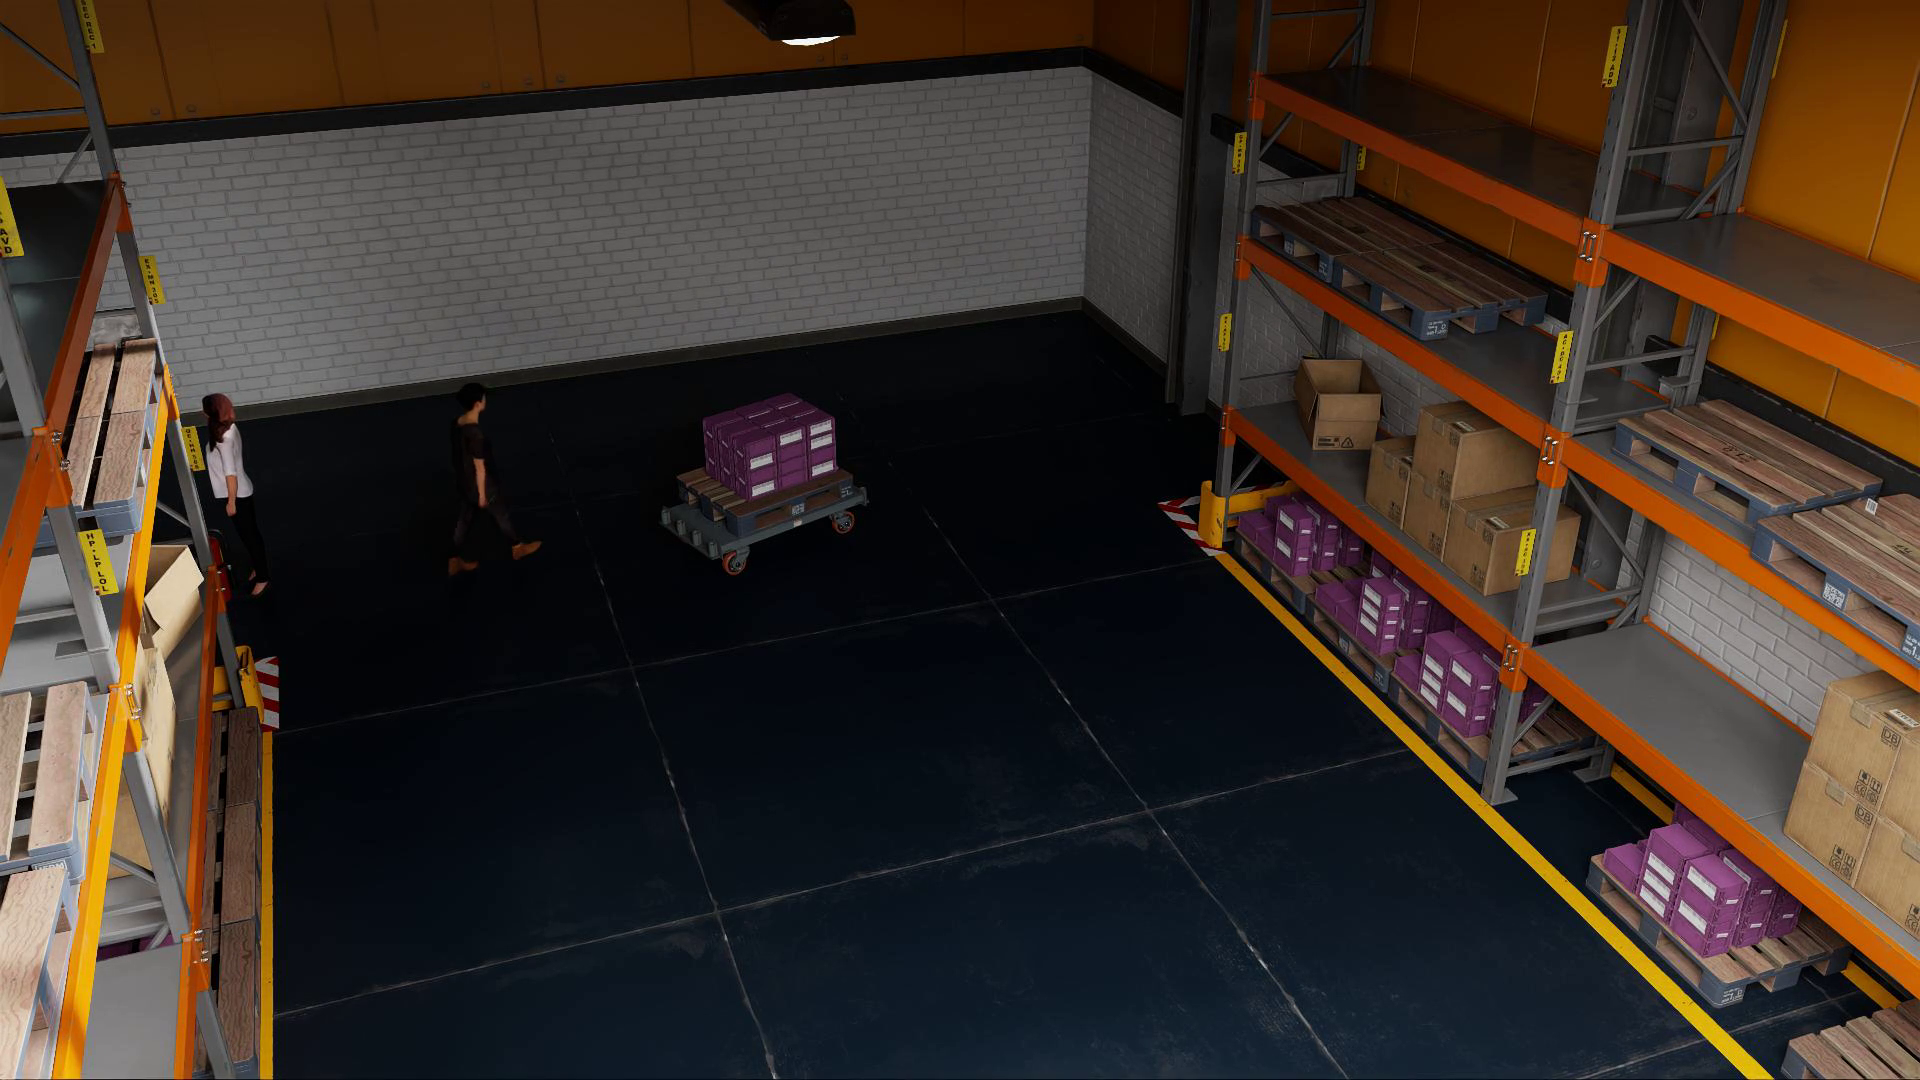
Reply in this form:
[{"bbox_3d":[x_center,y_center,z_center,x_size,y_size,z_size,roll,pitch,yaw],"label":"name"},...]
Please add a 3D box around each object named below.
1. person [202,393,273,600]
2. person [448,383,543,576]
[{"bbox_3d":[-5.877,-0.370,13.556,0.671,1.795,0.460,-12,31,-20],"label":"person"},{"bbox_3d":[-4.102,-0.459,13.851,0.988,1.669,1.102,-25,37,-38],"label":"person"}]
